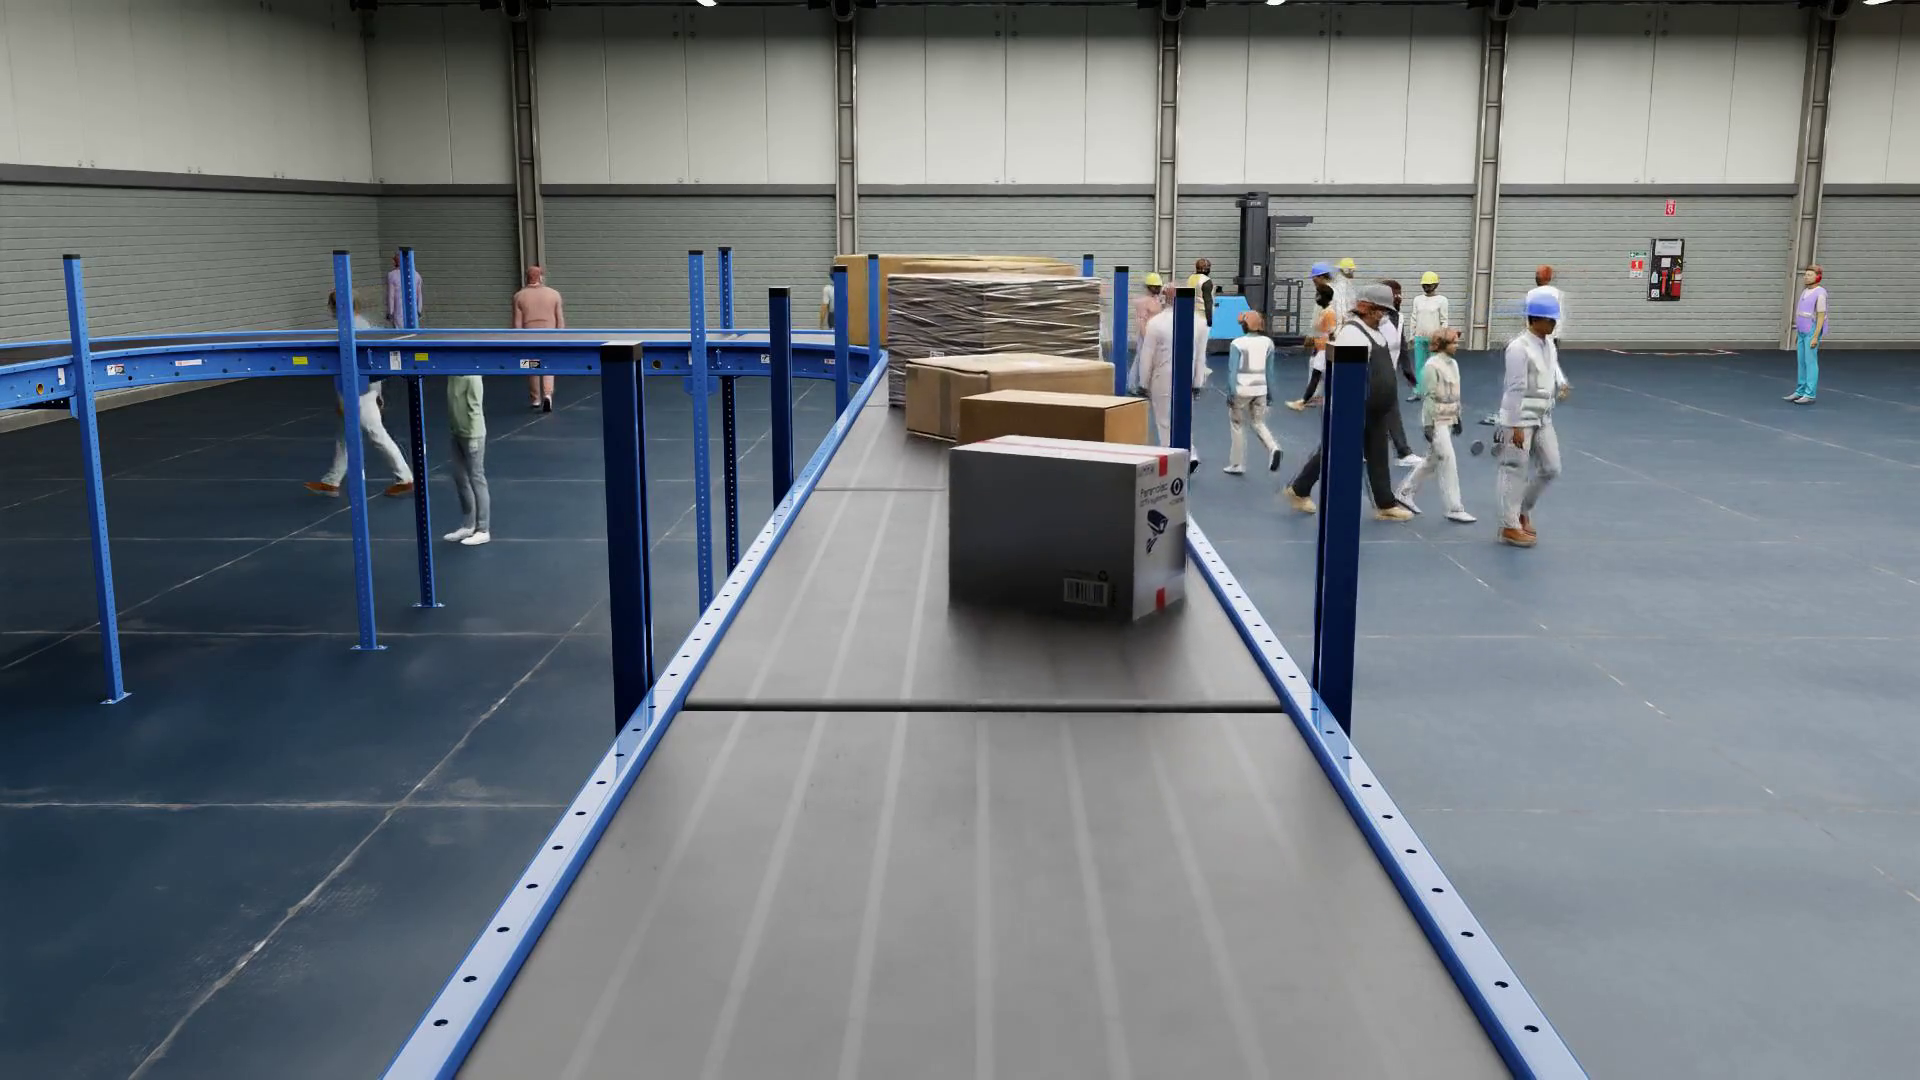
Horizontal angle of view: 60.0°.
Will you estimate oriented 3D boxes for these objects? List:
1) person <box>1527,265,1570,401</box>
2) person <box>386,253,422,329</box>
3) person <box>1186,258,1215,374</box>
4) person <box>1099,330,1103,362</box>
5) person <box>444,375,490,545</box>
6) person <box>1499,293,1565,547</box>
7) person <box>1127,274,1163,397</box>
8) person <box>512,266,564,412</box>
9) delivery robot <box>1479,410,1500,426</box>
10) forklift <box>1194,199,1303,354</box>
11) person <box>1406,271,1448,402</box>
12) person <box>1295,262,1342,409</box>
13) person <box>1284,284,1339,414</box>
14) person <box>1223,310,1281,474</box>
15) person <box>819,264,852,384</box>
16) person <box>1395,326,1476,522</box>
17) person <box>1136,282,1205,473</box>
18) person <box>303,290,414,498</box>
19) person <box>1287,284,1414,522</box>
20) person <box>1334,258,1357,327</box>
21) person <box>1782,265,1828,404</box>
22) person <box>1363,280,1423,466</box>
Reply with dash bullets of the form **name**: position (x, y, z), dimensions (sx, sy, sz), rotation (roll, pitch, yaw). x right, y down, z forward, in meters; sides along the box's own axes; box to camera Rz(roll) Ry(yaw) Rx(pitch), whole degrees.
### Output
- **person**: position (7.932, -2.779, 22.497), dimensions (0.582, 1.860, 0.805), rotation (-5, 12, -22)
- **person**: position (-9.317, -3.844, 27.831), dimensions (0.402, 1.904, 0.652), rotation (9, 14, 38)
- **person**: position (3.881, -3.601, 26.767), dimensions (0.429, 1.838, 0.632), rotation (-4, 12, -22)
- **person**: position (1.084, -1.461, 15.661), dimensions (1.015, 1.870, 0.601), rotation (-2, 11, -11)
- **person**: position (-3.804, -0.778, 12.797), dimensions (0.295, 1.631, 0.508), rotation (-9, 14, -38)
- **person**: position (4.349, -0.910, 12.681), dimensions (0.607, 1.931, 0.433), rotation (-8, 14, -37)
- **person**: position (2.679, -2.833, 23.110), dimensions (0.548, 1.710, 0.926), rotation (-10, 15, -42)
- **person**: position (-5.501, -2.637, 21.737), dimensions (0.637, 1.870, 0.940), rotation (-2, 11, -12)
- **delivery robot**: position (5.832, -1.356, 17.709), dimensions (0.698, 0.223, 0.335), rotation (-8, 13, -34)
- **forklift**: position (5.313, -4.851, 30.603), dimensions (1.873, 2.768, 1.129), rotation (0, 11, 1)
- **person**: position (6.345, -2.753, 22.583), dimensions (0.533, 1.766, 0.312), rotation (10, 15, 42)
- **person**: position (4.700, -2.659, 21.721), dimensions (0.793, 1.900, 0.642), rotation (3, 12, 17)
- **person**: position (4.615, -2.419, 21.159), dimensions (0.860, 1.646, 0.546), rotation (2, 11, 8)
- **person**: position (2.845, -1.421, 16.138), dimensions (0.520, 1.618, 0.585), rotation (-5, 12, -26)
- **person**: position (-1.851, -3.257, 25.107), dimensions (0.525, 1.788, 1.025), rotation (-7, 13, -30)
- **person**: position (4.004, -0.987, 13.920), dimensions (0.764, 1.608, 0.524), rotation (8, 14, 37)
- **person**: position (1.990, -1.501, 15.848), dimensions (0.641, 1.889, 0.432), rotation (-7, 13, -33)
- **person**: position (-5.375, -1.303, 14.865), dimensions (1.022, 1.885, 0.652), rotation (-1, 11, -5)
- **person**: position (3.263, -1.180, 13.898), dimensions (0.996, 2.000, 0.692), rotation (8, 14, 35)
- **person**: position (6.458, -3.834, 28.000), dimensions (0.422, 1.818, 0.623), rotation (4, 12, 18)
- **person**: position (11.479, -2.774, 22.475), dimensions (0.384, 1.849, 0.569), rotation (0, 11, 2)
- **person**: position (4.330, -1.706, 16.953), dimensions (1.001, 1.870, 0.603), rotation (9, 14, 38)
